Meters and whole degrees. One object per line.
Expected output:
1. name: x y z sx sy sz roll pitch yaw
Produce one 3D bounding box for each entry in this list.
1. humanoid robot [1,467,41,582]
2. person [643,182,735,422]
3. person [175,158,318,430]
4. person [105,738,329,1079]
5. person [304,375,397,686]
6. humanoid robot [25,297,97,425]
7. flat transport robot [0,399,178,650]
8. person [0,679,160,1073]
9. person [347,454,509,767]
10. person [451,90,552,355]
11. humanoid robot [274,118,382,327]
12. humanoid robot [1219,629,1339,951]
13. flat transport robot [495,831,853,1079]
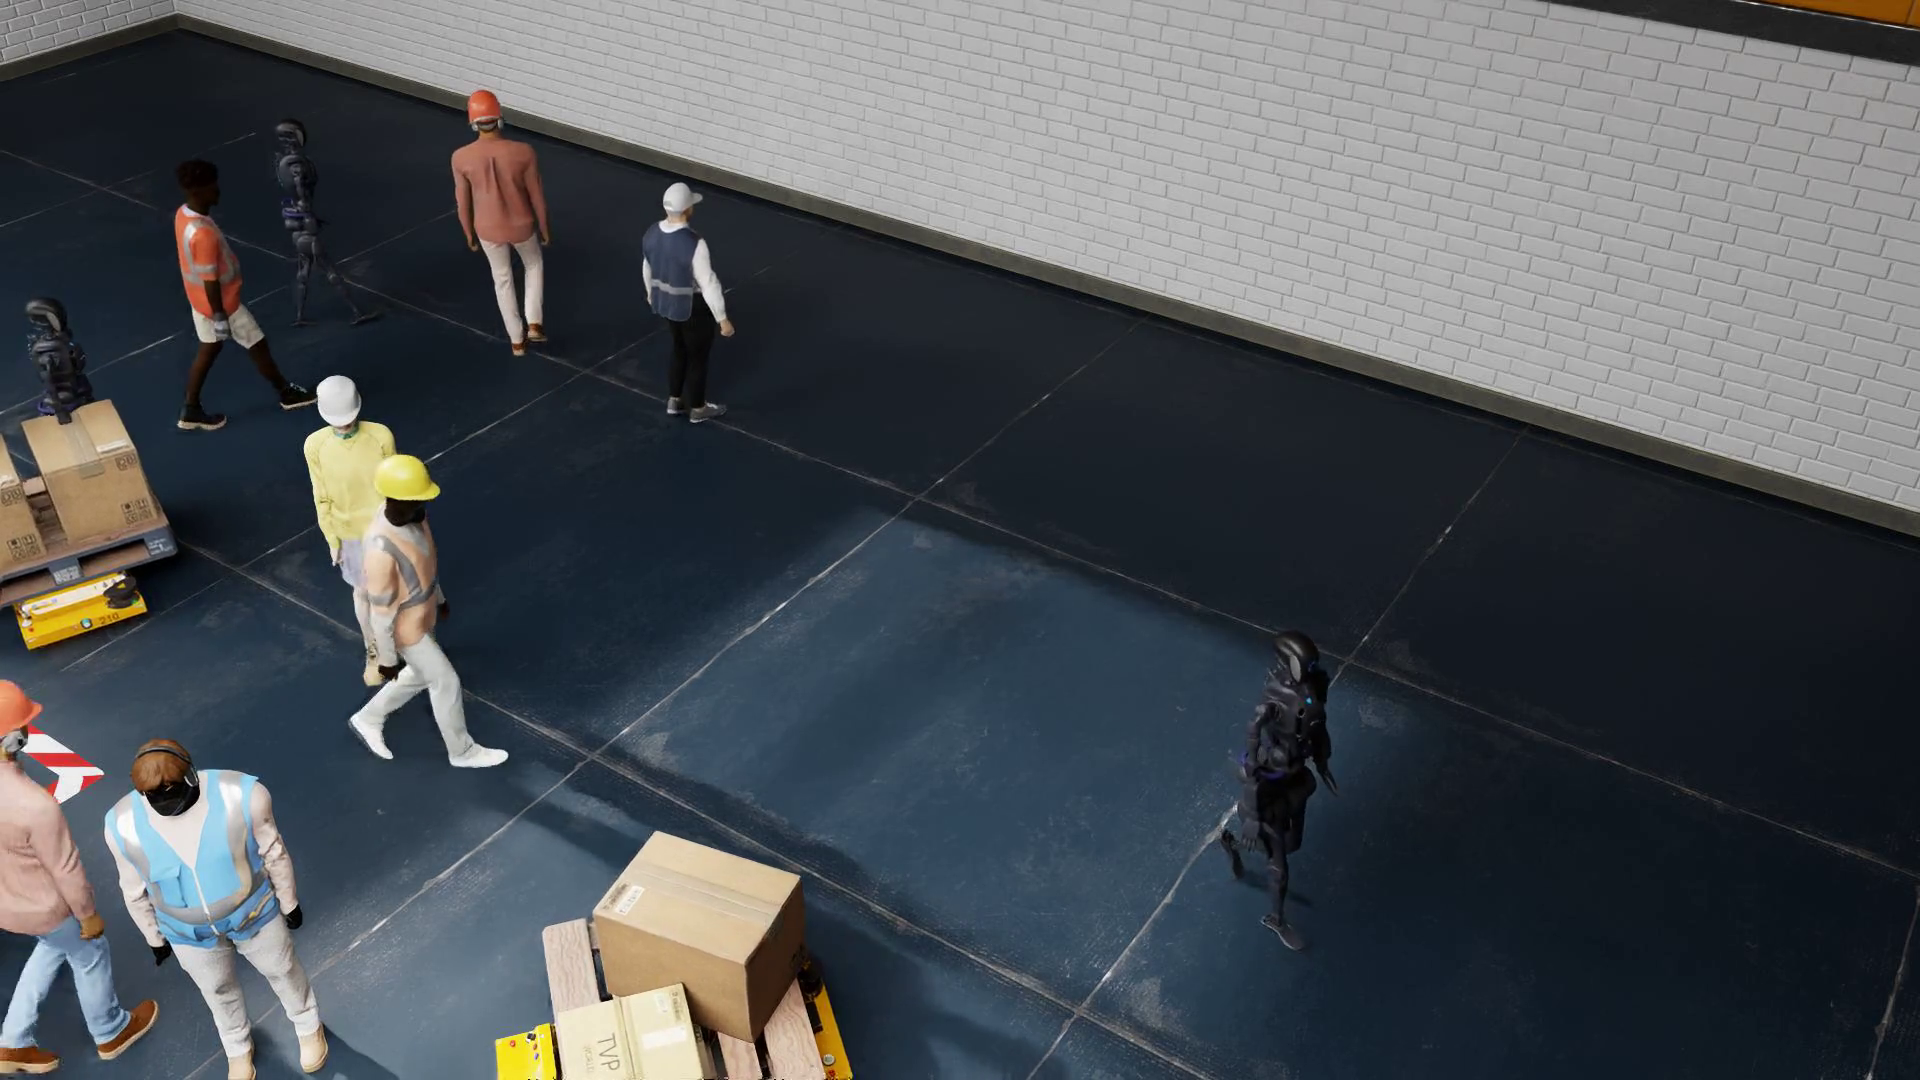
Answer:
1. humanoid robot: -5.692 -0.393 9.608 0.764 1.851 0.554 17 38 22
2. person: -1.848 -1.574 11.223 0.765 1.745 0.452 25 42 31
3. person: -5.008 -1.641 11.178 0.987 1.918 0.624 -23 41 -29
4. person: -2.995 1.518 6.735 0.627 1.837 0.429 -11 36 -15
5. person: -3.186 -0.066 8.952 0.472 1.885 0.395 -13 37 -18
6. humanoid robot: -5.414 -0.741 10.111 0.429 1.633 0.601 -7 36 -9
7. flat transport robot: -5.451 0.127 10.082 0.659 0.231 1.431 -21 40 -27
8. person: -3.769 1.440 6.740 0.617 1.960 0.642 16 38 22
9. person: -2.813 0.382 8.309 0.784 1.888 0.586 -2 35 -3
10. person: -3.283 -2.278 12.023 0.642 1.980 0.444 -6 35 -8
11. humanoid robot: -4.829 -2.362 12.436 0.746 1.630 0.588 -14 37 -19
12. humanoid robot: 1.431 1.080 7.504 0.595 1.631 0.618 -28 44 -34
13. flat transport robot: -1.229 2.210 7.105 1.431 0.231 0.659 -10 36 -14
